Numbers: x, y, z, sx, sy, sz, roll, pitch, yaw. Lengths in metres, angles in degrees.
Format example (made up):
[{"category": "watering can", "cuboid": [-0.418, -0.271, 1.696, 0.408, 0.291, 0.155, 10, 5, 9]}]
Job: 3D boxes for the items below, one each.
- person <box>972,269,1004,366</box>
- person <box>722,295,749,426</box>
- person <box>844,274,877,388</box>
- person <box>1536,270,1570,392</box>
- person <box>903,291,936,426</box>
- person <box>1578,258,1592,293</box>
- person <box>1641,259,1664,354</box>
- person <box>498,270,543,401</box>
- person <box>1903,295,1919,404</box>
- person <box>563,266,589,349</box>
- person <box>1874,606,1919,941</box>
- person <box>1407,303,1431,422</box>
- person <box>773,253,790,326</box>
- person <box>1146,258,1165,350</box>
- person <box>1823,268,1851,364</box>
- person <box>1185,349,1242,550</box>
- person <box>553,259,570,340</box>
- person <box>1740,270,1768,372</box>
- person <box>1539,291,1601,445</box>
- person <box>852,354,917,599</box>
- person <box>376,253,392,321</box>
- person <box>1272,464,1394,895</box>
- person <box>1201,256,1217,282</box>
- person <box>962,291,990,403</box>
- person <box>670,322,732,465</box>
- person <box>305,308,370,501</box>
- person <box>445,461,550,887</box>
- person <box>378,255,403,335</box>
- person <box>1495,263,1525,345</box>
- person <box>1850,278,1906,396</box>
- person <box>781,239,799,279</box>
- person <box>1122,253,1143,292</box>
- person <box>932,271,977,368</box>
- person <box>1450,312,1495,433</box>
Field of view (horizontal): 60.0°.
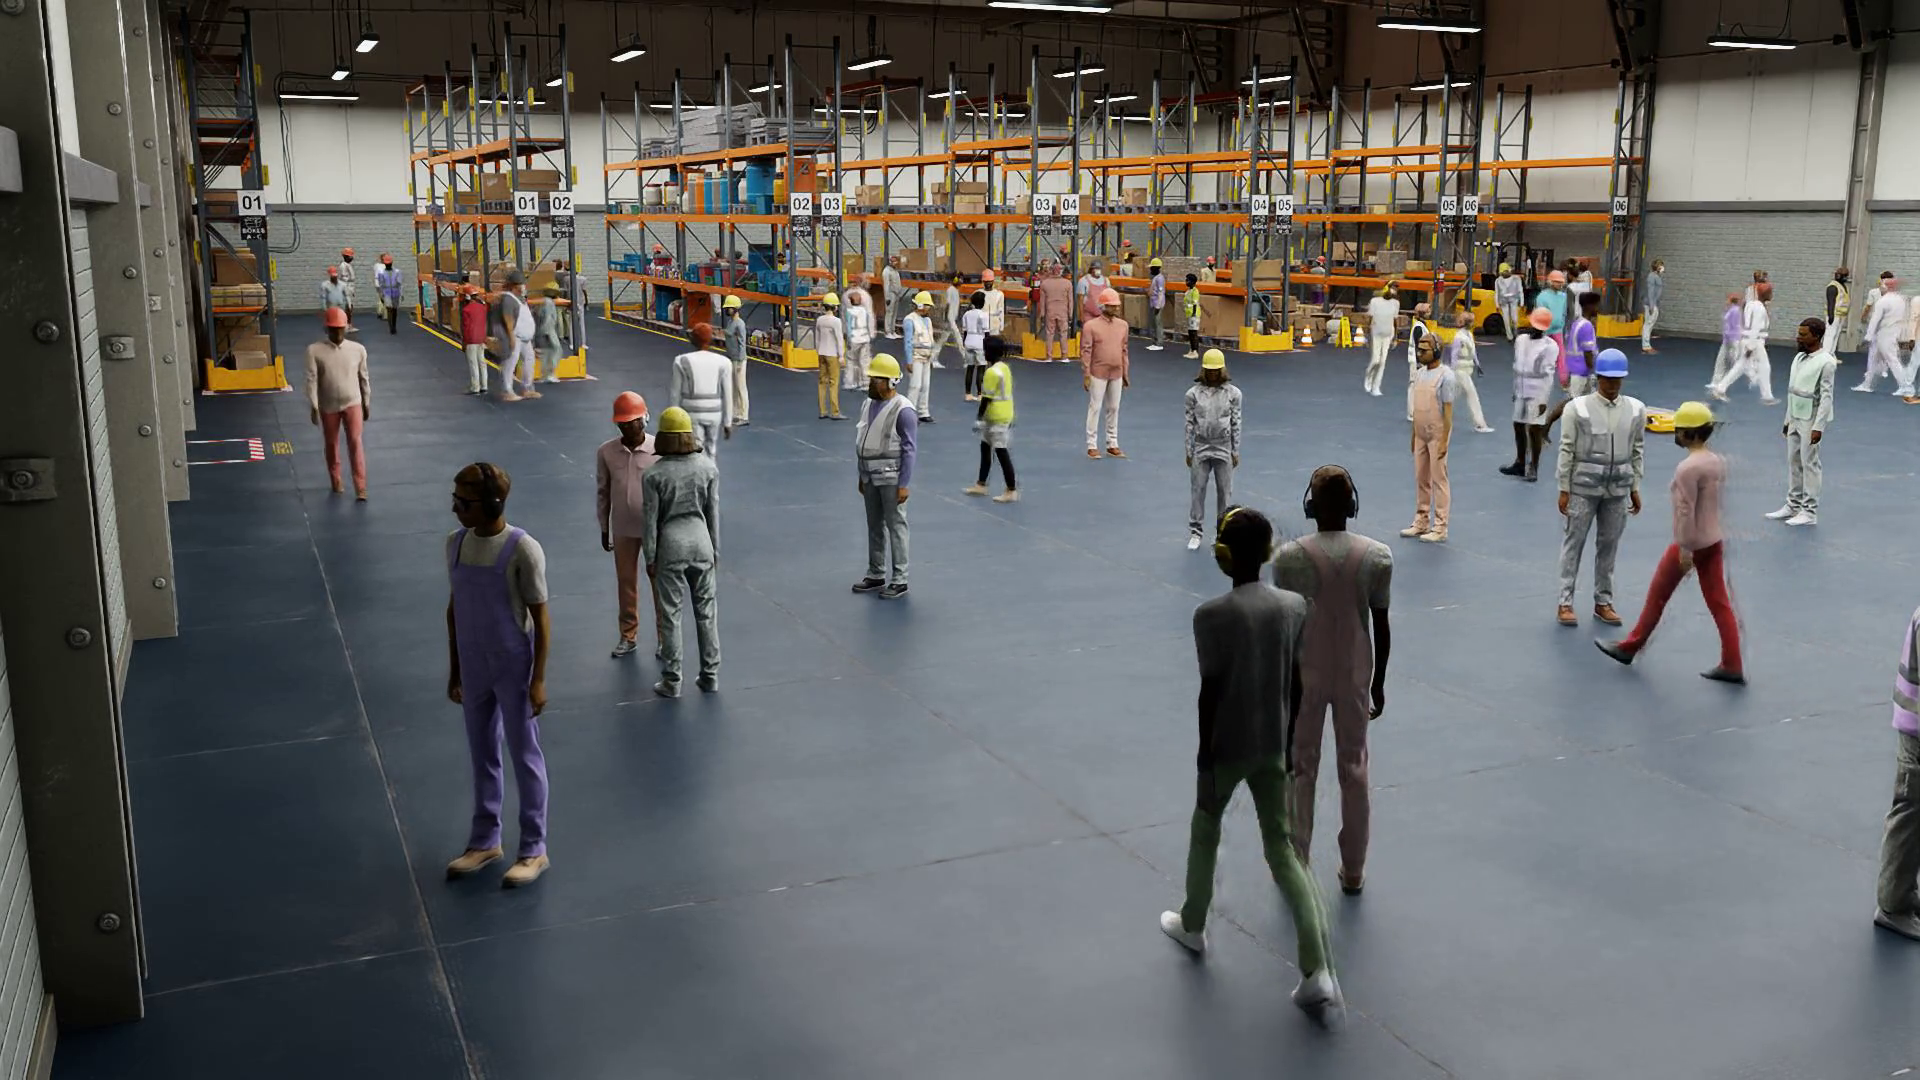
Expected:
[{"category": "person", "cuboid": [0.480, -3.582, 28.000, 0.552, 1.935, 0.365, -1, 11, -7]}, {"category": "person", "cuboid": [-3.062, -2.433, 22.600, 0.312, 1.768, 0.529, -6, 12, -27]}, {"category": "person", "cuboid": [-1.644, -3.438, 27.443, 0.401, 1.873, 0.716, -10, 15, -42]}, {"category": "person", "cuboid": [9.568, -3.346, 26.754, 0.657, 1.947, 0.980, -4, 12, -20]}, {"category": "person", "cuboid": [-0.548, -2.463, 22.616, 0.403, 1.821, 0.601, 6, 13, 29]}, {"category": "person", "cuboid": [13.860, -5.316, 36.982, 0.366, 1.880, 0.581, 5, 12, 25]}, {"category": "person", "cuboid": [14.202, -4.783, 34.097, 0.370, 1.941, 0.627, 6, 13, 29]}, {"category": "person", "cuboid": [-6.736, -3.141, 25.496, 0.727, 2.000, 0.716, 1, 11, 3]}, {"category": "person", "cuboid": [14.630, -3.048, 25.143, 0.613, 1.991, 0.392, -2, 11, -11]}, {"category": "person", "cuboid": [-8.132, -4.963, 35.228, 0.515, 1.861, 0.320, -1, 11, -4]}, {"category": "person", "cuboid": [3.896, 0.767, 6.656, 0.311, 1.638, 0.523, 8, 14, 35]}, {"category": "person", "cuboid": [6.353, -2.456, 23.029, 0.311, 1.642, 0.512, 4, 12, 18]}, {"category": "person", "cuboid": [-4.559, -6.419, 42.600, 0.533, 1.865, 0.311, 2, 11, 10]}, {"category": "person", "cuboid": [4.130, -4.955, 34.999, 0.369, 1.928, 0.585, 0, 11, -2]}, {"category": "person", "cuboid": [16.737, -4.269, 31.745, 0.625, 1.840, 0.430, -10, 15, -43]}, {"category": "person", "cuboid": [2.153, -0.763, 14.196, 0.480, 1.734, 0.334, 2, 11, 9]}, {"category": "person", "cuboid": [-9.054, -5.450, 37.728, 0.373, 1.843, 0.571, 7, 13, 31]}, {"category": "person", "cuboid": [14.454, -3.977, 30.245, 0.326, 1.841, 0.513, -3, 12, -15]}, {"category": "person", "cuboid": [7.616, -2.110, 20.546, 0.909, 1.934, 0.606, 3, 12, 15]}, {"category": "person", "cuboid": [-0.578, -0.481, 12.495, 0.403, 1.837, 0.590, -10, 15, -40]}, {"category": "person", "cuboid": [-15.351, -6.743, 44.384, 0.431, 1.809, 0.651, -11, 15, -43]}, {"category": "person", "cuboid": [1.544, 0.597, 7.005, 0.506, 1.843, 0.346, 0, 11, 1]}, {"category": "person", "cuboid": [6.516, -6.521, 43.403, 0.563, 1.752, 0.329, -10, 15, -42]}, {"category": "person", "cuboid": [0.264, -2.935, 25.317, 0.317, 1.697, 0.540, -10, 15, -42]}, {"category": "person", "cuboid": [-2.449, -1.152, 15.892, 0.584, 1.854, 0.905, -5, 12, -24]}, {"category": "person", "cuboid": [-6.319, -1.397, 16.920, 0.619, 1.942, 1.006, -5, 12, -25]}, {"category": "person", "cuboid": [-1.987, 0.571, 7.135, 0.506, 1.842, 0.351, 5, 12, 24]}, {"category": "person", "cuboid": [-13.631, -5.877, 39.815, 0.537, 1.888, 1.010, -5, 12, -24]}, {"category": "person", "cuboid": [12.056, -5.182, 36.503, 0.661, 1.791, 0.422, 5, 12, 23]}, {"category": "person", "cuboid": [14.759, -3.226, 26.419, 0.632, 1.859, 0.994, -9, 14, -38]}, {"category": "person", "cuboid": [-5.393, -8.460, 52.524, 0.608, 2.043, 0.374, -5, 12, -22]}, {"category": "person", "cuboid": [4.436, -6.400, 42.580, 0.611, 1.857, 0.851, -4, 12, -18]}, {"category": "person", "cuboid": [-0.118, -4.071, 30.829, 1.019, 1.806, 0.537, 2, 11, 9]}, {"category": "person", "cuboid": [6.654, -2.222, 22.010, 0.882, 1.574, 0.498, 5, 12, 25]}]
